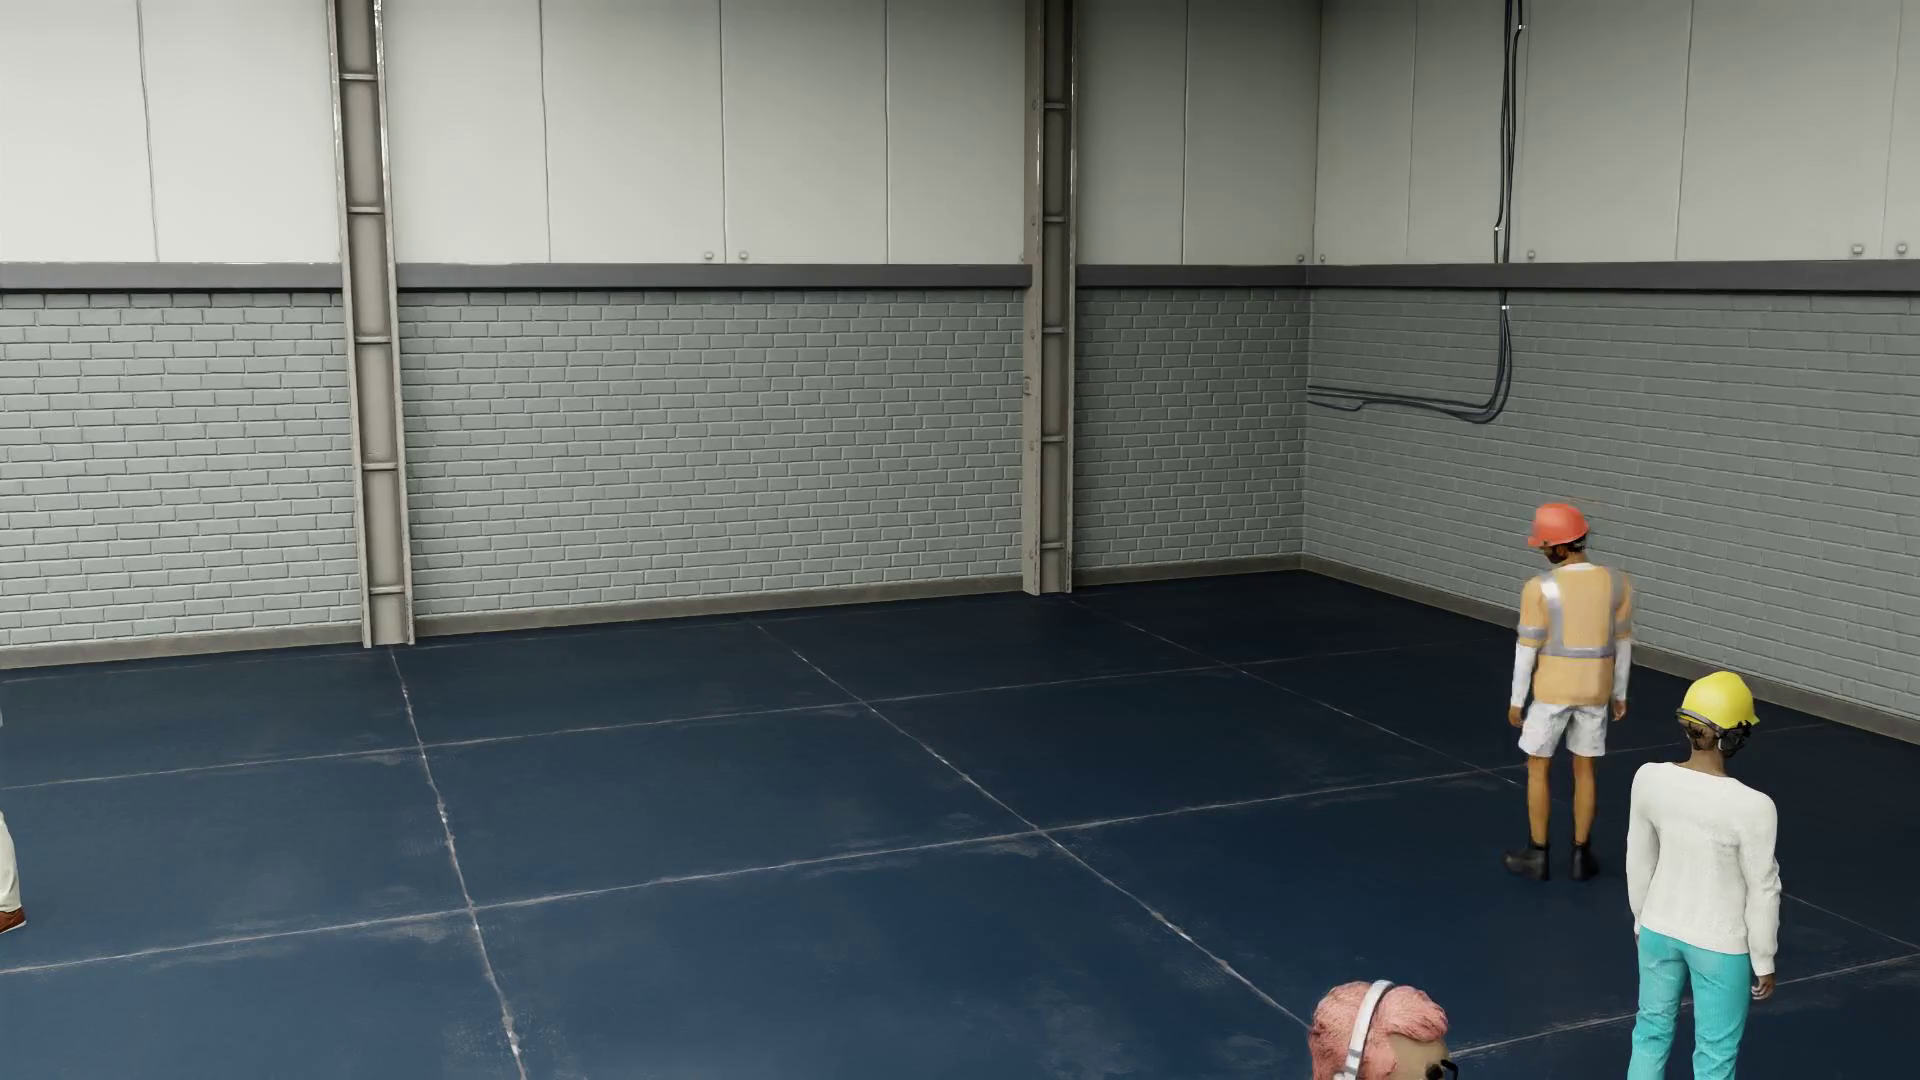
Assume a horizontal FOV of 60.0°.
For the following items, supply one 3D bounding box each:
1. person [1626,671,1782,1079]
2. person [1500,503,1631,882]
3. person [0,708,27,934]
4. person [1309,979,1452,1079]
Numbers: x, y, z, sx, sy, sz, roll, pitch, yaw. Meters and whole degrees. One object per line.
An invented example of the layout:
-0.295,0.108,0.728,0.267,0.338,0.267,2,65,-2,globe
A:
2.420,1.297,5.436,0.312,1.769,0.525,-6,11,-33,person
3.046,0.772,8.322,0.618,1.909,0.352,0,9,-3,person
-4.575,0.902,7.627,0.509,1.863,0.311,7,11,37,person
0.664,1.649,2.827,0.419,1.912,0.663,5,10,28,person
